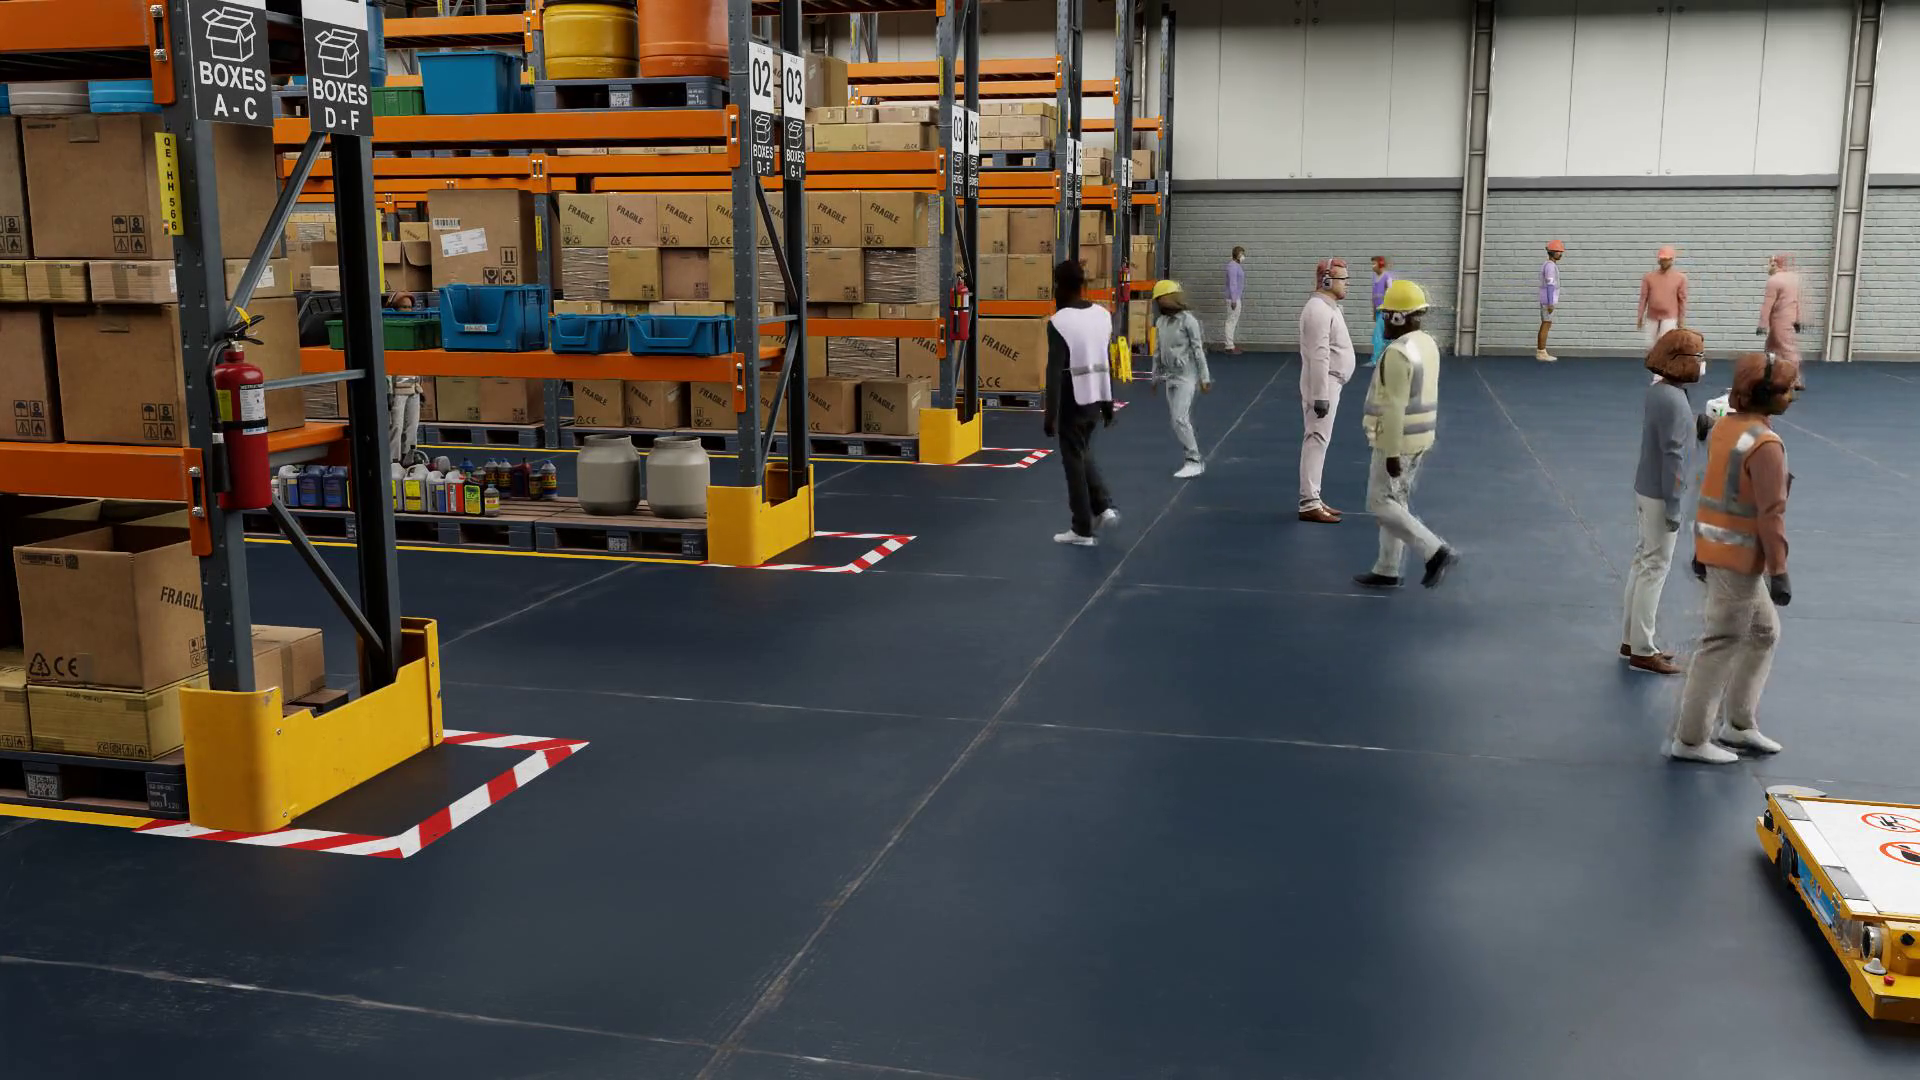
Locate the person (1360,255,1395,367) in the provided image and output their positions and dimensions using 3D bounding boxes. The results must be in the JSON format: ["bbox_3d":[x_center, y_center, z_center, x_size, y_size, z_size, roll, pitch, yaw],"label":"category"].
[{"bbox_3d":[6.886,-3.679,26.793,0.802,1.808,0.612,-2,10,-10],"label":"person"}]

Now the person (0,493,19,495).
[{"bbox_3d":[-5.233,-0.551,8.923,0.390,1.990,0.623,3,11,14],"label":"person"}]

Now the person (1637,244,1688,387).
[{"bbox_3d":[9.858,-3.147,23.336,0.628,1.981,0.649,8,13,37],"label":"person"}]

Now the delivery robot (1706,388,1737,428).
[{"bbox_3d":[7.713,-1.275,16.657,0.477,0.478,0.707,2,11,14],"label":"delivery robot"}]

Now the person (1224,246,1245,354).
[{"bbox_3d":[4.928,-4.302,29.863,0.349,1.935,0.635,3,11,14],"label":"person"}]

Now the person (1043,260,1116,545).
[{"bbox_3d":[0.778,-0.903,11.114,0.453,1.899,0.608,9,13,40],"label":"person"}]

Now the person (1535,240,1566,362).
[{"bbox_3d":[9.961,-4.024,28.035,0.386,2.039,0.615,3,11,14],"label":"person"}]

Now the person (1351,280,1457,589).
[{"bbox_3d":[2.583,-0.577,9.558,0.585,1.816,0.598,7,13,36],"label":"person"}]

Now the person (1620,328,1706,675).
[{"bbox_3d":[3.351,-0.189,7.912,0.267,1.632,0.507,3,11,14],"label":"person"}]

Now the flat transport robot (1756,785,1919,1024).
[{"bbox_3d":[2.841,1.041,4.873,0.652,0.197,1.431,3,11,14],"label":"flat transport robot"}]

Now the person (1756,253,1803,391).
[{"bbox_3d":[11.142,-2.987,22.814,0.670,1.845,1.044,-9,13,-40],"label":"person"}]

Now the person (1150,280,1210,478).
[{"bbox_3d":[1.886,-1.376,14.282,0.532,1.702,0.498,-6,12,-29],"label":"person"}]

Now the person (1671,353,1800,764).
[{"bbox_3d":[3.070,0.091,6.386,0.588,1.611,0.525,1,10,6],"label":"person"}]

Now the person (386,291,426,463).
[{"bbox_3d":[-4.484,-1.180,13.395,0.311,1.636,0.523,3,11,14],"label":"person"}]

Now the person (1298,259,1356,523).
[{"bbox_3d":[2.671,-1.086,12.129,0.402,1.906,0.652,3,11,14],"label":"person"}]
